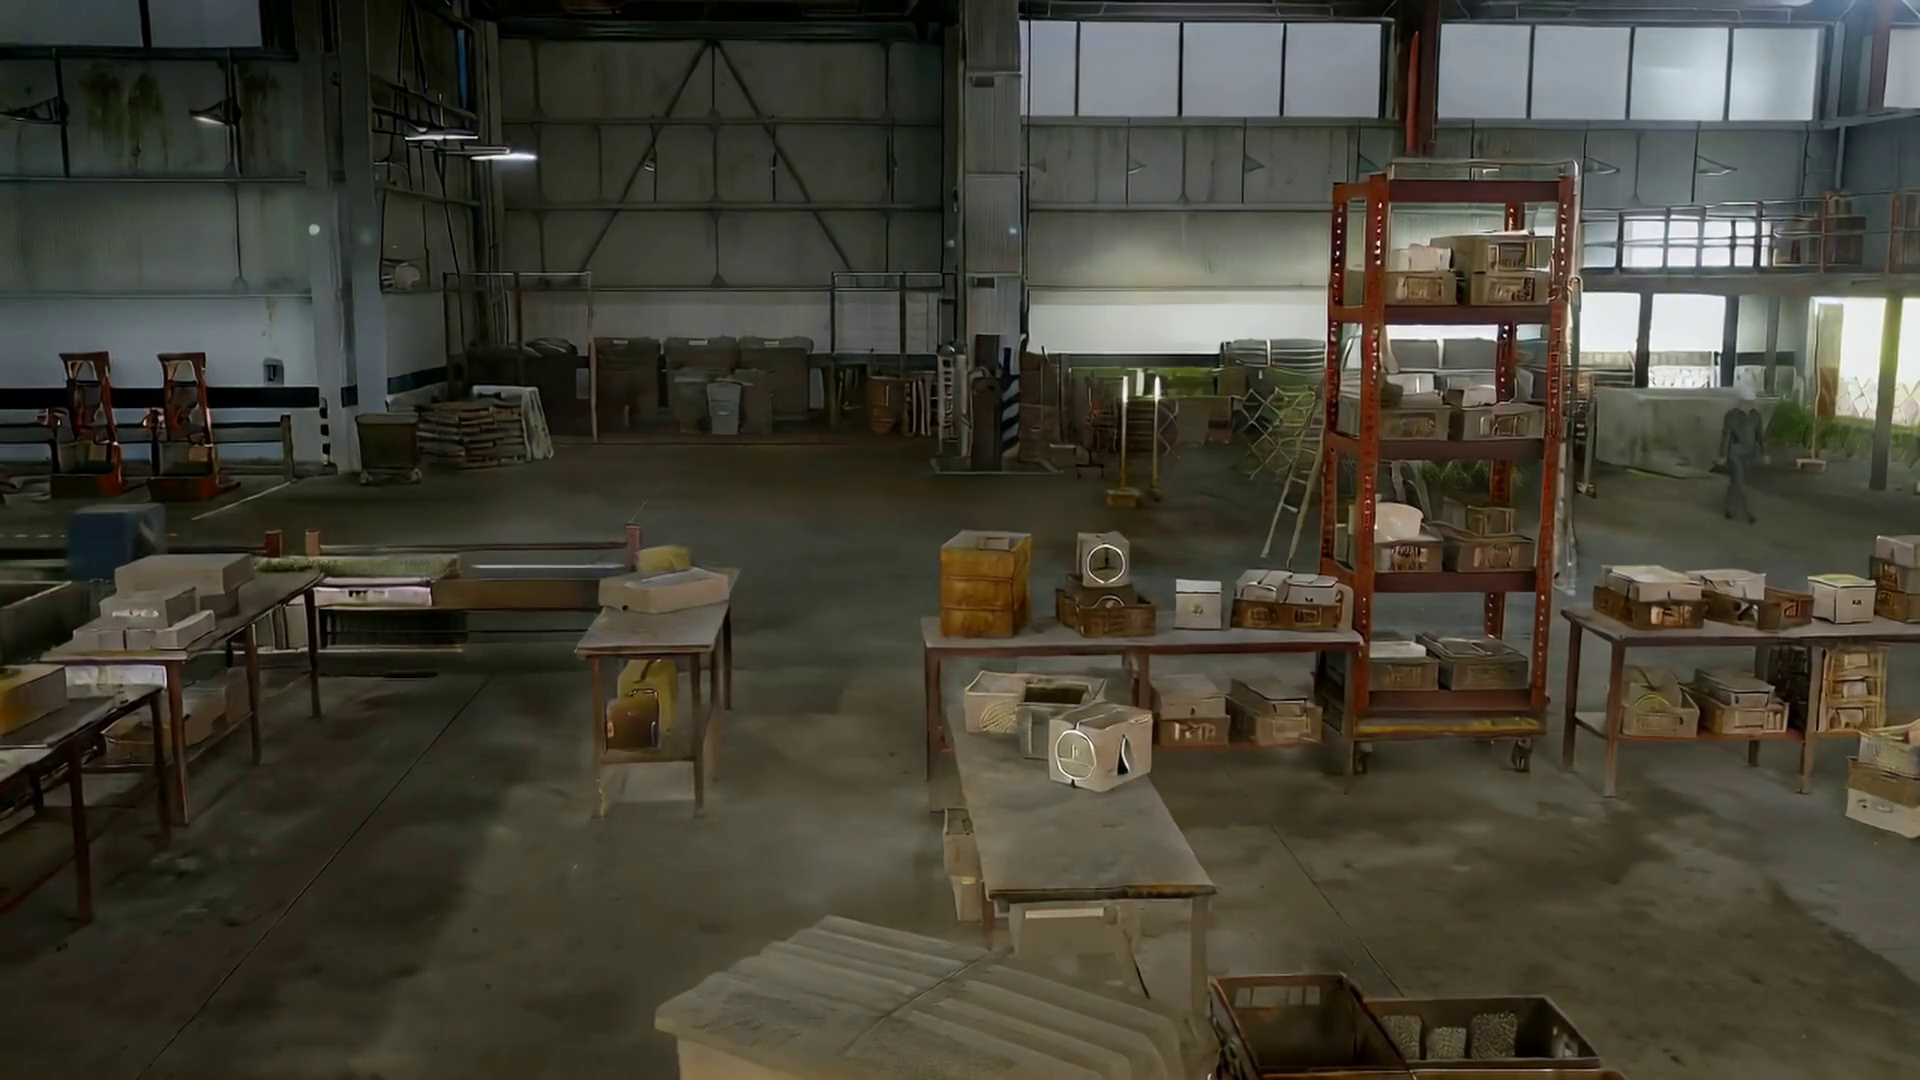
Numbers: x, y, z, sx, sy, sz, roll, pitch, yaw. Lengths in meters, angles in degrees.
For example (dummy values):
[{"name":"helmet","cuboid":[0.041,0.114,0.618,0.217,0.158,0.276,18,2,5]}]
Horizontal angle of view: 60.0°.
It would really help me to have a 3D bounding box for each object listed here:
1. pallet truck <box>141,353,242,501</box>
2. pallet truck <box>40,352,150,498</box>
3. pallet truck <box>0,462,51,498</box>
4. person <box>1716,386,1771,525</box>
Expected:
[{"name":"pallet truck","cuboid":[-10.520,-1.604,22.925,0.823,1.965,1.885,-1,9,-6]},{"name":"pallet truck","cuboid":[-11.907,-1.642,23.165,0.823,1.965,1.885,0,9,0]},{"name":"pallet truck","cuboid":[-13.193,-1.293,23.148,0.653,1.274,1.630,-1,9,-4]},{"name":"person","cuboid":[9.584,-1.032,20.302,0.503,1.687,0.941,-2,9,-11]}]
